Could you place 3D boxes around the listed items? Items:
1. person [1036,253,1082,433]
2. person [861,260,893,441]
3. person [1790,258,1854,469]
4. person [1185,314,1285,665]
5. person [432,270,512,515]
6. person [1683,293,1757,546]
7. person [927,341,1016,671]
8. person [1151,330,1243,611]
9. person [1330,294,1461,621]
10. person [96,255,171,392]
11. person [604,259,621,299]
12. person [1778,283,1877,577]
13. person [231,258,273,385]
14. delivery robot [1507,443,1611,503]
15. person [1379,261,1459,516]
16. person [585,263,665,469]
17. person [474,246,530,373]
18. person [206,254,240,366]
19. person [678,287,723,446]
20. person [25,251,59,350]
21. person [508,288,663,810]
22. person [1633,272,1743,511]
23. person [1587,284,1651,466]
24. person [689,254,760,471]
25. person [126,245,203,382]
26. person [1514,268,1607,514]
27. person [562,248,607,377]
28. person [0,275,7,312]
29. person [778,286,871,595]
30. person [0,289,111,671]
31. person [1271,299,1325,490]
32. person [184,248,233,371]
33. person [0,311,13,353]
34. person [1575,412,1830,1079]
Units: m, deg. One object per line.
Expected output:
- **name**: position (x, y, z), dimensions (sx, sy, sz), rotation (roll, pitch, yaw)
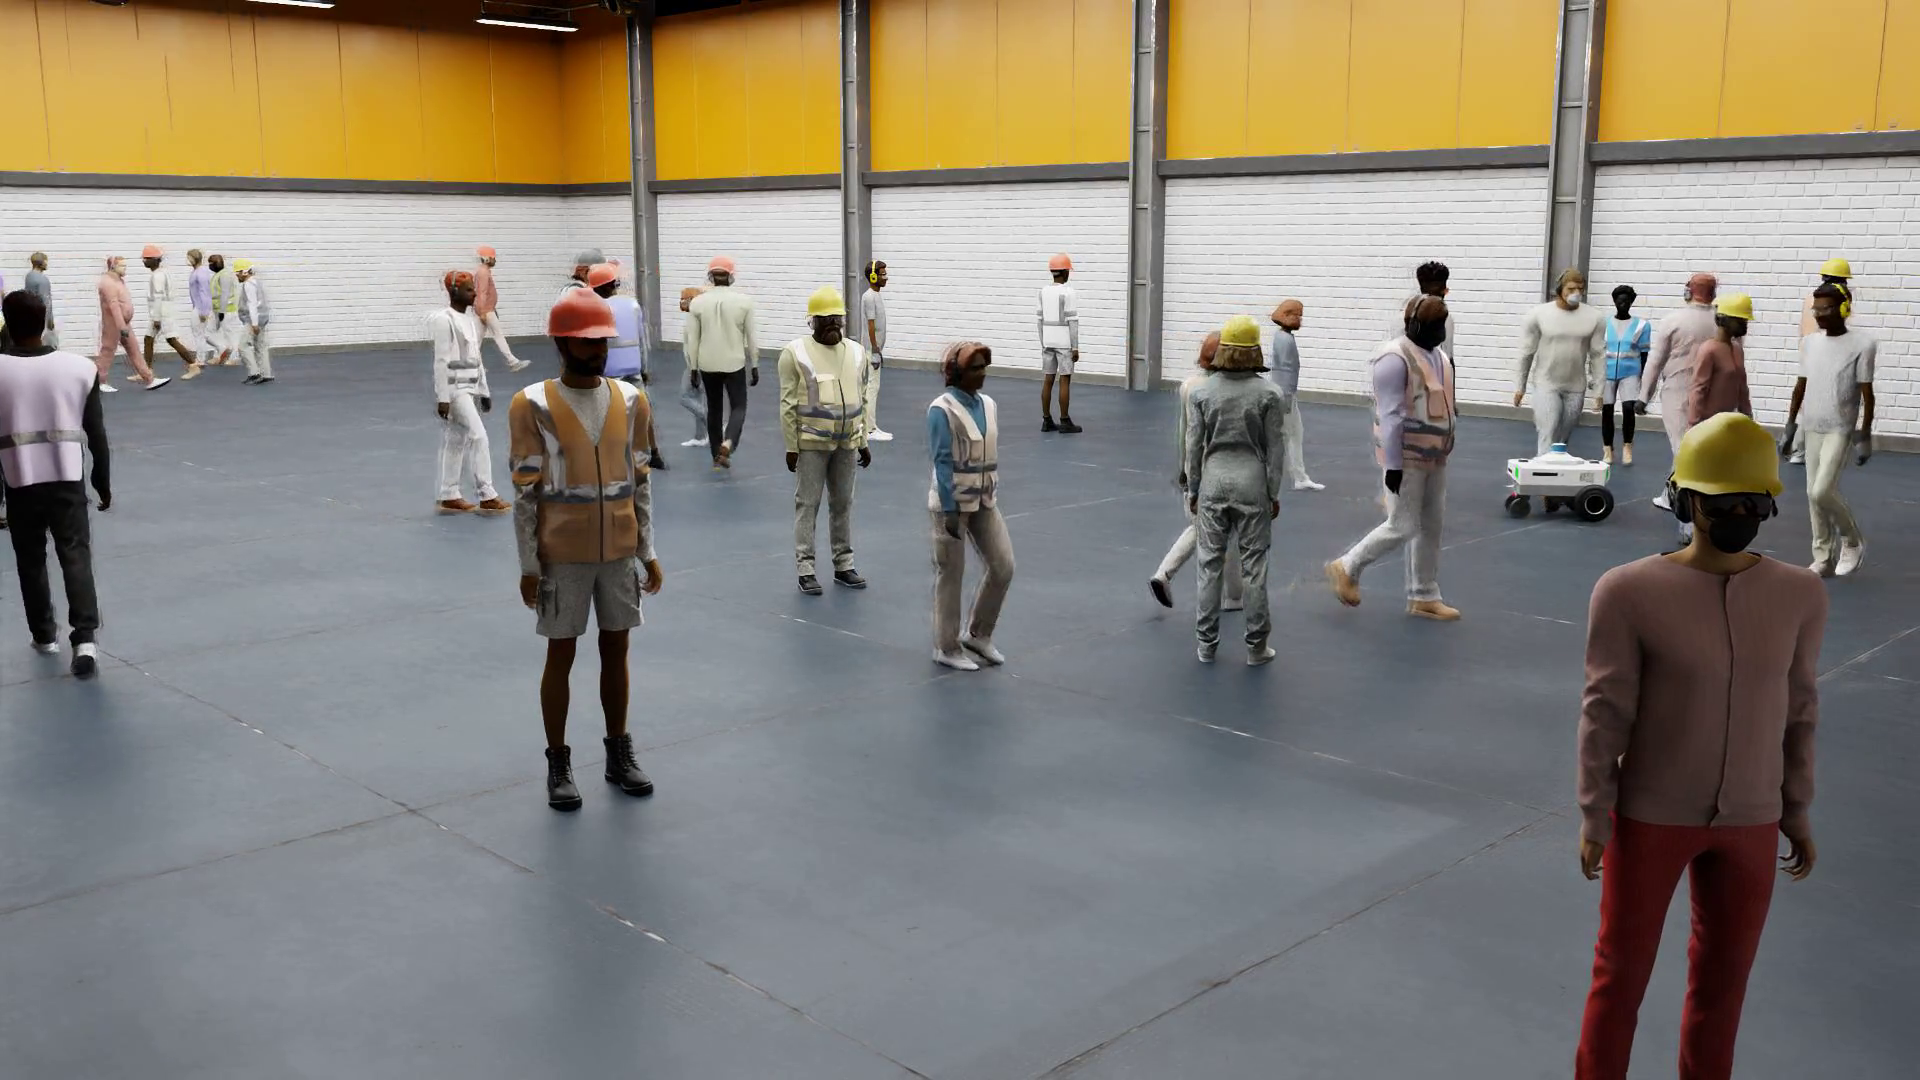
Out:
- **person**: position (1.082, -2.124, 17.998), dimensions (0.544, 1.941, 0.355), rotation (10, 14, 44)
- **person**: position (-0.870, -1.973, 17.371), dimensions (0.328, 1.872, 0.510), rotation (0, 10, -2)
- **person**: position (7.946, -1.619, 15.291), dimensions (0.386, 1.922, 0.594), rotation (-1, 10, -4)
- **person**: position (1.370, -0.247, 8.303), dimensions (0.488, 1.743, 0.317), rotation (4, 11, 19)
- **person**: position (-3.676, -1.112, 12.690), dimensions (0.774, 1.859, 0.606), rotation (0, 10, 2)
- **person**: position (5.138, -0.777, 11.198), dimensions (0.496, 1.742, 0.526), rotation (10, 14, 43)
- **person**: position (0.046, -0.148, 8.087), dimensions (0.424, 1.625, 0.519), rotation (9, 14, 42)
- **person**: position (1.415, -0.372, 9.337), dimensions (0.630, 1.617, 0.540), rotation (-8, 13, -36)
- **person**: position (2.451, -0.455, 9.236), dimensions (0.664, 1.823, 0.610), rotation (-10, 14, -43)
- **person**: position (-11.384, -2.931, 22.631), dimensions (0.984, 1.850, 0.671), rotation (-1, 10, -8)
- **person**: position (-3.808, -2.036, 17.691), dimensions (0.641, 1.889, 0.640), rotation (0, 10, -2)
- **person**: position (5.343, -0.652, 10.249), dimensions (0.409, 1.845, 0.511), rotation (-4, 11, -21)
- **person**: position (-10.147, -3.118, 23.783), dimensions (0.537, 1.805, 0.615), rotation (-2, 11, -12)
- **delivery robot**: position (4.532, -0.490, 12.614), dimensions (0.707, 0.478, 0.477), rotation (2, 10, 9)
- **person**: position (3.413, -1.061, 12.187), dimensions (0.606, 1.951, 0.411), rotation (-8, 13, -37)
- **person**: position (-3.052, -1.545, 14.992), dimensions (0.435, 1.887, 0.677), rotation (9, 13, 39)
- **person**: position (-7.199, -3.553, 25.755), dimensions (0.981, 1.946, 0.652), rotation (-4, 11, -20)
- **person**: position (-12.149, -3.750, 27.197), dimensions (0.638, 1.817, 0.649), rotation (-7, 13, -35)
- **person**: position (-2.638, -1.728, 16.722), dimensions (0.394, 1.618, 0.505), rotation (2, 11, 9)
- **person**: position (-13.516, -3.254, 24.293), dimensions (0.921, 1.909, 0.645), rotation (-9, 14, -41)
- **person**: position (-1.390, 0.033, 6.244), dimensions (0.560, 1.936, 0.367), rotation (-7, 13, -34)
- **person**: position (5.492, -1.074, 12.514), dimensions (0.650, 1.865, 0.989), rotation (-2, 11, -9)
- **person**: position (6.069, -1.509, 15.367), dimensions (0.540, 1.683, 0.484), rotation (5, 12, 25)
- **person**: position (-2.116, -1.566, 14.875), dimensions (0.654, 1.969, 0.681), rotation (0, 10, 1)
- **person**: position (-11.684, -3.314, 24.351), dimensions (1.025, 1.999, 0.621), rotation (-6, 12, -30)
- **person**: position (4.686, -1.159, 12.913), dimensions (0.652, 1.871, 1.035), rotation (1, 10, 3)
- **person**: position (-3.341, -1.711, 15.475), dimensions (0.881, 2.000, 0.701), rotation (0, 10, -1)
- **person**: position (-14.748, -3.403, 25.339), dimensions (0.404, 1.805, 0.722), rotation (8, 13, 37)
- **person**: position (-0.791, -0.597, 9.970), dimensions (0.591, 1.833, 0.403), rotation (-7, 13, -34)
- **person**: position (-4.526, -0.299, 8.245), dimensions (0.600, 1.881, 0.997), rotation (-7, 13, -35)
- **person**: position (2.706, -1.203, 13.867), dimensions (0.613, 1.617, 0.514), rotation (2, 11, 9)
- **person**: position (-11.979, -3.646, 26.337), dimensions (0.633, 1.927, 0.644), rotation (-5, 12, -27)
- **person**: position (-7.718, -1.156, 13.049), dimensions (0.647, 1.821, 0.564), rotation (-3, 11, -14)
- **person**: position (1.601, 0.603, 3.607), dimensions (0.533, 1.767, 0.312), rotation (-1, 10, -3)
